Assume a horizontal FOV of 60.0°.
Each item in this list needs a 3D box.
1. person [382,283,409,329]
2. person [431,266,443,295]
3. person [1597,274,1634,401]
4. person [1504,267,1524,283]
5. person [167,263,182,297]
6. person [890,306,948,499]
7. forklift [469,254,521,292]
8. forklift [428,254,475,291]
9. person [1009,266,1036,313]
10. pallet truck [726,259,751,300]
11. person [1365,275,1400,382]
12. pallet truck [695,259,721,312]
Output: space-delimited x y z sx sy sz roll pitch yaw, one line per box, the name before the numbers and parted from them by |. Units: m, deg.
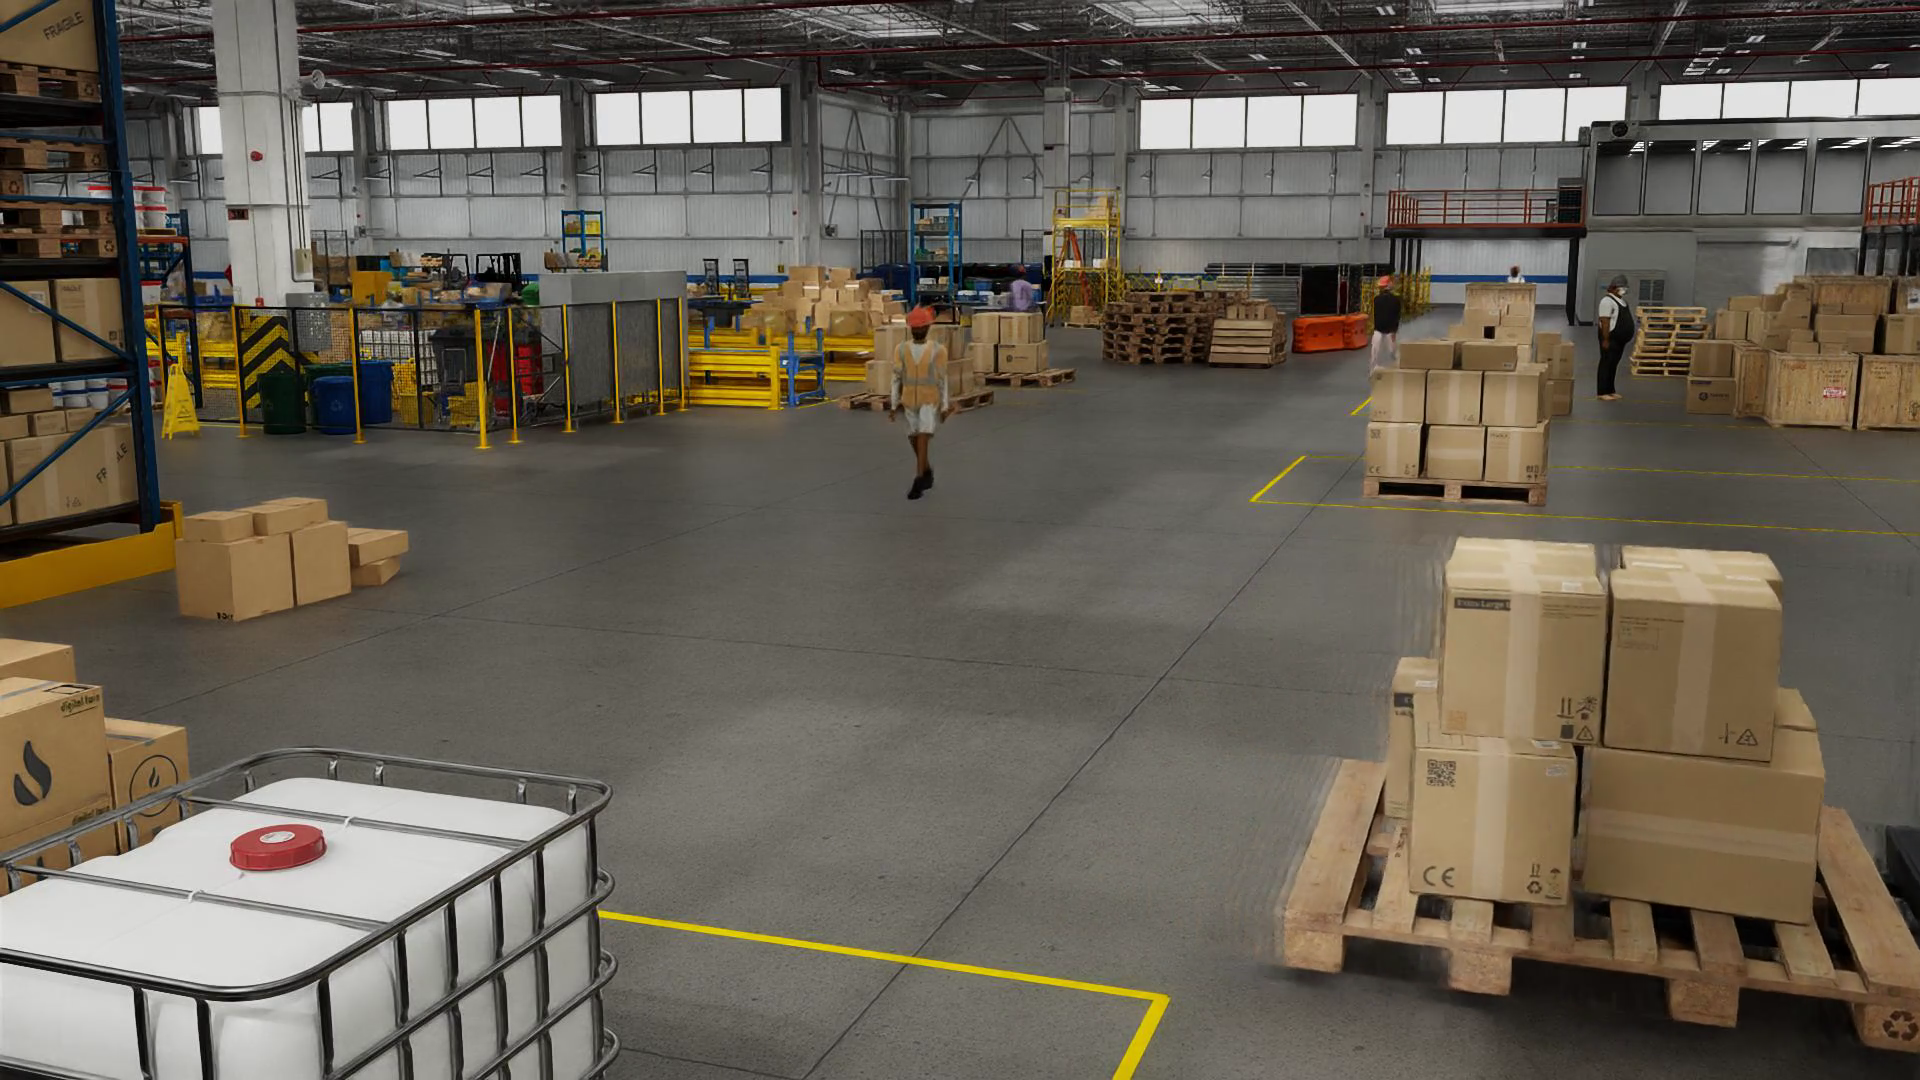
person | -10.321 -3.783 30.373 0.708 1.814 0.598 4 11 21
person | -19.191 -9.238 61.108 0.438 1.811 0.614 -8 13 -38
person | 10.564 -3.256 26.774 0.536 2.000 0.684 9 13 41
person | 16.515 -7.224 49.709 0.607 1.844 0.776 9 13 41
person | -27.335 -8.718 57.962 0.648 1.882 0.783 6 12 32
person | -0.387 -1.401 16.734 0.554 1.908 0.938 3 10 15
forklift | -17.990 -10.121 64.684 1.157 1.987 2.680 3 11 17
forklift | -20.133 -10.254 65.465 1.157 1.987 2.680 3 11 19
person | 1.399 -5.431 39.173 0.741 1.989 0.853 9 13 41
pallet truck | -7.986 -9.493 62.019 0.823 1.965 1.885 3 11 17
person | 7.888 -3.895 30.654 0.990 1.956 0.615 -8 13 -39
pallet truck | -9.165 -9.627 62.776 0.823 1.965 1.885 4 11 23
